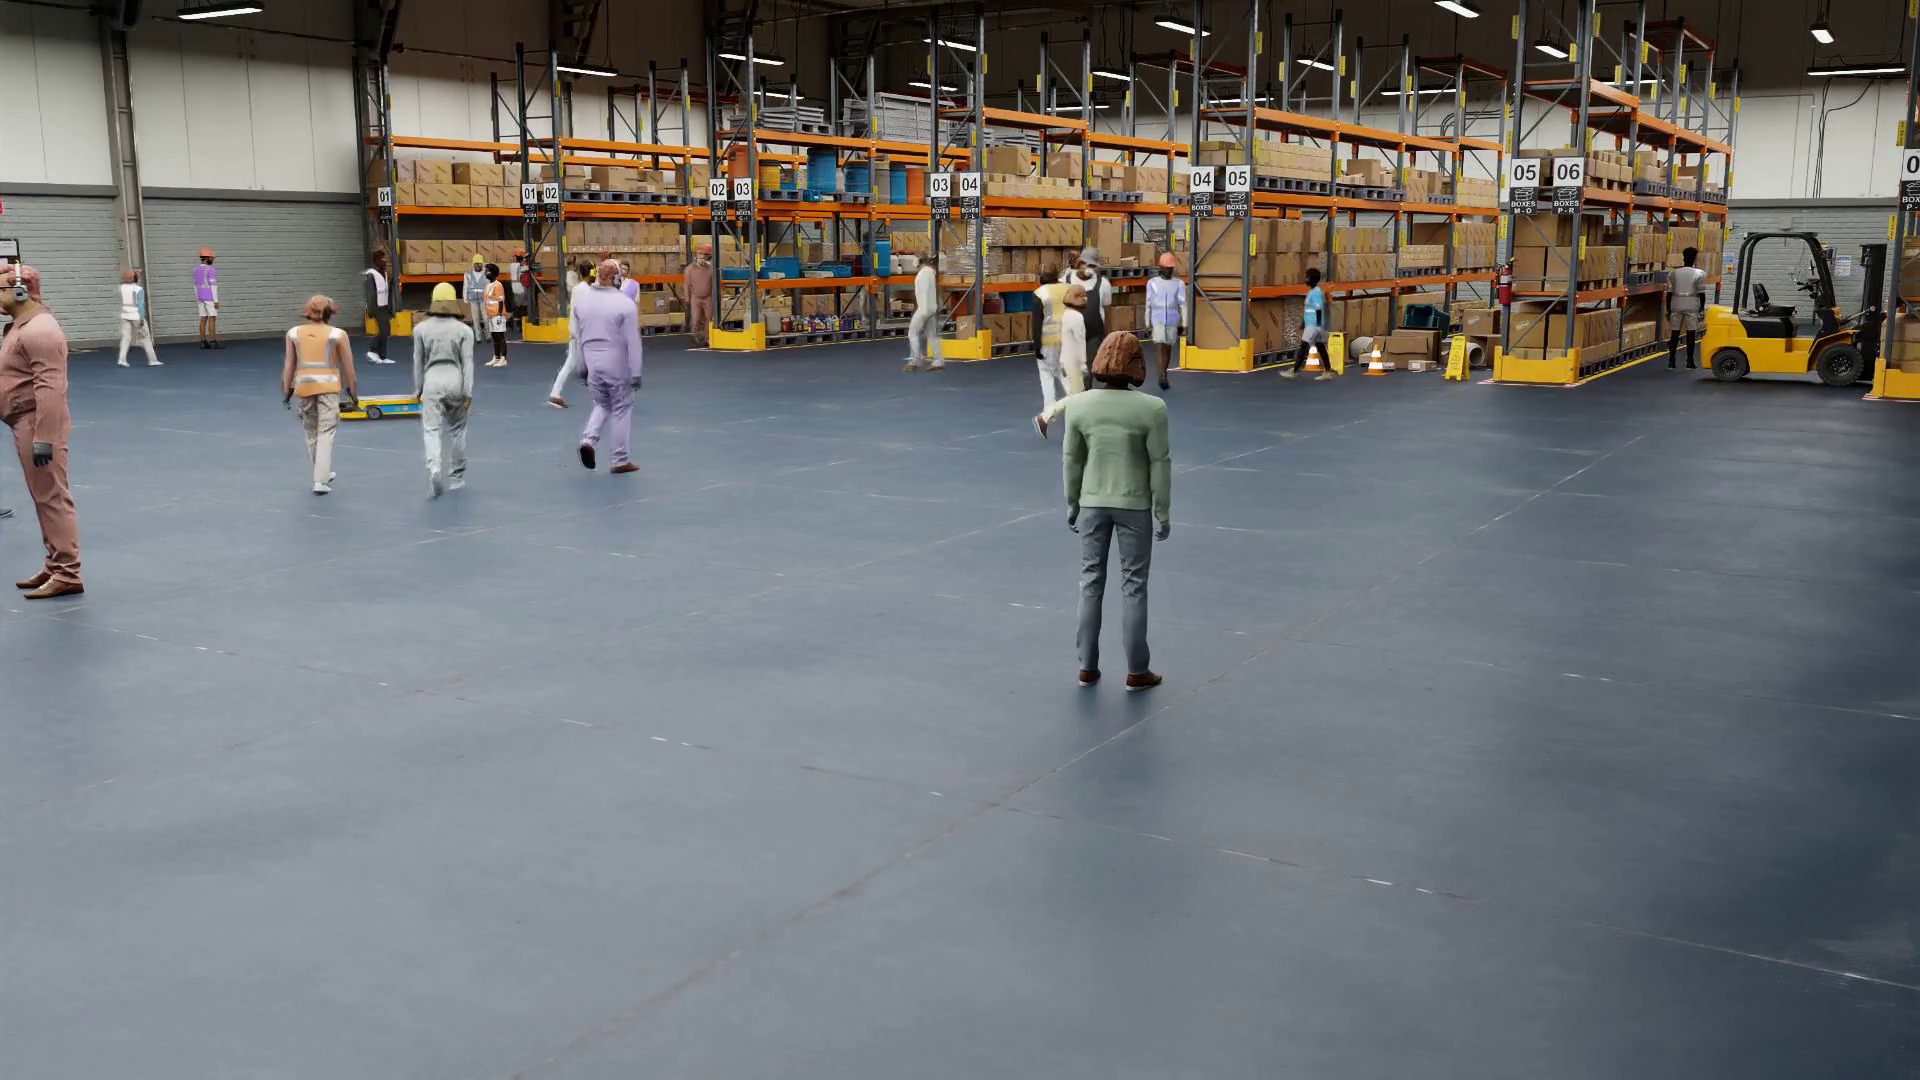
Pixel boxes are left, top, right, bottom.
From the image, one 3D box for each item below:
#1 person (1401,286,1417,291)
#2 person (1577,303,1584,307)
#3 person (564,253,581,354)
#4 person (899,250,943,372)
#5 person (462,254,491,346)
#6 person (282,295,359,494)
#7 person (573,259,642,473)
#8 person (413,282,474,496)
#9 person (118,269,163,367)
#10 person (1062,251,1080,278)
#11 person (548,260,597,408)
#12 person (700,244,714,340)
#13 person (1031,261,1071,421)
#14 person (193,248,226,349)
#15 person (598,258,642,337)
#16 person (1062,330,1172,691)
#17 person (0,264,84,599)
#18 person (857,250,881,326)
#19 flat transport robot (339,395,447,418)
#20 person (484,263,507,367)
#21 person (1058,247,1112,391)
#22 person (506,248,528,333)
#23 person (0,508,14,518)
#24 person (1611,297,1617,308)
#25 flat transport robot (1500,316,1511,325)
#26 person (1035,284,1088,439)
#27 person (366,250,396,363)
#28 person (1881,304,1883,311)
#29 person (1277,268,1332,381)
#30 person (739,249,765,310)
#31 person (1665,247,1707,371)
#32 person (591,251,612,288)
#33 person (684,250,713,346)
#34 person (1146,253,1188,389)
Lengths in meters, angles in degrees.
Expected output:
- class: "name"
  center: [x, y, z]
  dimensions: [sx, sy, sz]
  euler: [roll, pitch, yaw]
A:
- class: "person"
  center: [11.725, -6.714, 43.467]
  dimensions: [0.620, 1.978, 0.461]
  euler: [-4, 11, -23]
- class: "person"
  center: [15.402, -6.348, 41.546]
  dimensions: [0.370, 1.934, 0.627]
  euler: [-3, 11, -15]
- class: "person"
  center: [-7.103, -4.341, 30.552]
  dimensions: [0.342, 1.845, 0.506]
  euler: [1, 10, 5]
- class: "person"
  center: [-0.642, -3.582, 26.114]
  dimensions: [0.818, 1.904, 0.653]
  euler: [2, 10, 10]
- class: "person"
  center: [-9.508, -4.730, 32.845]
  dimensions: [0.614, 1.813, 0.585]
  euler: [-1, 10, -5]
- class: "person"
  center: [-5.220, -1.193, 13.590]
  dimensions: [0.584, 1.593, 0.783]
  euler: [0, 10, -1]
- class: "person"
  center: [-3.077, -1.510, 14.572]
  dimensions: [0.663, 1.889, 0.494]
  euler: [4, 11, 23]
- class: "person"
  center: [-4.171, -1.222, 13.444]
  dimensions: [0.497, 1.710, 0.788]
  euler: [-2, 10, -10]
- class: "person"
  center: [-13.549, -3.642, 27.298]
  dimensions: [0.516, 1.608, 0.738]
  euler: [3, 11, 17]
- class: "person"
  center: [2.050, -4.271, 30.054]
  dimensions: [0.572, 1.883, 0.353]
  euler: [8, 13, 36]
- class: "person"
  center: [-4.661, -2.531, 20.534]
  dimensions: [1.004, 1.816, 0.567]
  euler: [-9, 13, -40]
- class: "person"
  center: [-5.324, -5.182, 34.809]
  dimensions: [0.420, 2.010, 0.627]
  euler: [-9, 13, -40]
- class: "person"
  center: [1.092, -2.236, 18.830]
  dimensions: [0.632, 1.822, 0.570]
  euler: [-6, 12, -29]
- class: "person"
  center: [-14.370, -4.607, 31.793]
  dimensions: [0.548, 1.934, 0.376]
  euler: [6, 12, 28]
- class: "person"
  center: [-4.711, -2.996, 23.111]
  dimensions: [0.586, 1.806, 0.651]
  euler: [-3, 11, -16]
- class: "person"
  center: [0.714, -0.129, 7.553]
  dimensions: [0.507, 1.632, 0.275]
  euler: [4, 11, 24]
- class: "person"
  center: [-5.318, -0.621, 9.546]
  dimensions: [0.403, 1.906, 0.651]
  euler: [-7, 12, -33]
- class: "person"
  center: [-2.129, -5.842, 38.779]
  dimensions: [0.597, 1.905, 0.598]
  euler: [5, 11, 27]
- class: "flat transport robot"
  center: [-6.555, -1.579, 19.491]
  dimensions: [1.431, 0.197, 0.652]
  euler: [-4, 11, -23]
- class: "person"
  center: [-7.607, -3.673, 27.224]
  dimensions: [0.321, 1.697, 0.535]
  euler: [-7, 12, -35]
- class: "person"
  center: [1.430, -2.513, 19.764]
  dimensions: [0.697, 2.000, 1.019]
  euler: [2, 10, 12]
- class: "person"
  center: [-9.976, -5.639, 37.609]
  dimensions: [0.560, 1.918, 0.499]
  euler: [9, 14, 42]
- class: "person"
  center: [-7.310, -1.061, 12.227]
  dimensions: [0.591, 1.828, 0.404]
  euler: [7, 13, 36]
- class: "person"
  center: [16.137, -6.113, 40.627]
  dimensions: [0.695, 1.804, 0.539]
  euler: [9, 13, 40]
- class: "flat transport robot"
  center: [13.463, -5.378, 40.771]
  dimensions: [0.652, 0.197, 1.431]
  euler: [4, 11, 23]
- class: "person"
  center: [1.086, -1.779, 16.841]
  dimensions: [0.600, 1.613, 0.509]
  euler: [-1, 10, -7]
- class: "person"
  center: [-9.735, -3.907, 27.964]
  dimensions: [0.451, 1.907, 0.593]
  euler: [0, 10, 1]
- class: "person"
  center: [20.396, -5.546, 37.094]
  dimensions: [0.614, 1.915, 0.423]
  euler: [-8, 13, -39]
- class: "person"
  center: [5.100, -3.155, 24.432]
  dimensions: [0.860, 1.657, 0.541]
  euler: [2, 10, 9]
- class: "person"
  center: [-4.296, -5.118, 34.746]
  dimensions: [0.557, 1.909, 0.838]
  euler: [4, 11, 20]
- class: "person"
  center: [11.578, -3.684, 26.541]
  dimensions: [0.613, 1.961, 0.361]
  euler: [8, 13, 37]
- class: "person"
  center: [-6.828, -4.655, 32.238]
  dimensions: [0.613, 1.864, 0.612]
  euler: [5, 11, 26]
- class: "person"
  center: [-5.067, -4.735, 32.648]
  dimensions: [0.686, 1.877, 0.482]
  euler: [-4, 11, -20]
- class: "person"
  center: [2.889, -3.056, 23.260]
  dimensions: [0.567, 1.883, 1.014]
  euler: [0, 10, -1]
